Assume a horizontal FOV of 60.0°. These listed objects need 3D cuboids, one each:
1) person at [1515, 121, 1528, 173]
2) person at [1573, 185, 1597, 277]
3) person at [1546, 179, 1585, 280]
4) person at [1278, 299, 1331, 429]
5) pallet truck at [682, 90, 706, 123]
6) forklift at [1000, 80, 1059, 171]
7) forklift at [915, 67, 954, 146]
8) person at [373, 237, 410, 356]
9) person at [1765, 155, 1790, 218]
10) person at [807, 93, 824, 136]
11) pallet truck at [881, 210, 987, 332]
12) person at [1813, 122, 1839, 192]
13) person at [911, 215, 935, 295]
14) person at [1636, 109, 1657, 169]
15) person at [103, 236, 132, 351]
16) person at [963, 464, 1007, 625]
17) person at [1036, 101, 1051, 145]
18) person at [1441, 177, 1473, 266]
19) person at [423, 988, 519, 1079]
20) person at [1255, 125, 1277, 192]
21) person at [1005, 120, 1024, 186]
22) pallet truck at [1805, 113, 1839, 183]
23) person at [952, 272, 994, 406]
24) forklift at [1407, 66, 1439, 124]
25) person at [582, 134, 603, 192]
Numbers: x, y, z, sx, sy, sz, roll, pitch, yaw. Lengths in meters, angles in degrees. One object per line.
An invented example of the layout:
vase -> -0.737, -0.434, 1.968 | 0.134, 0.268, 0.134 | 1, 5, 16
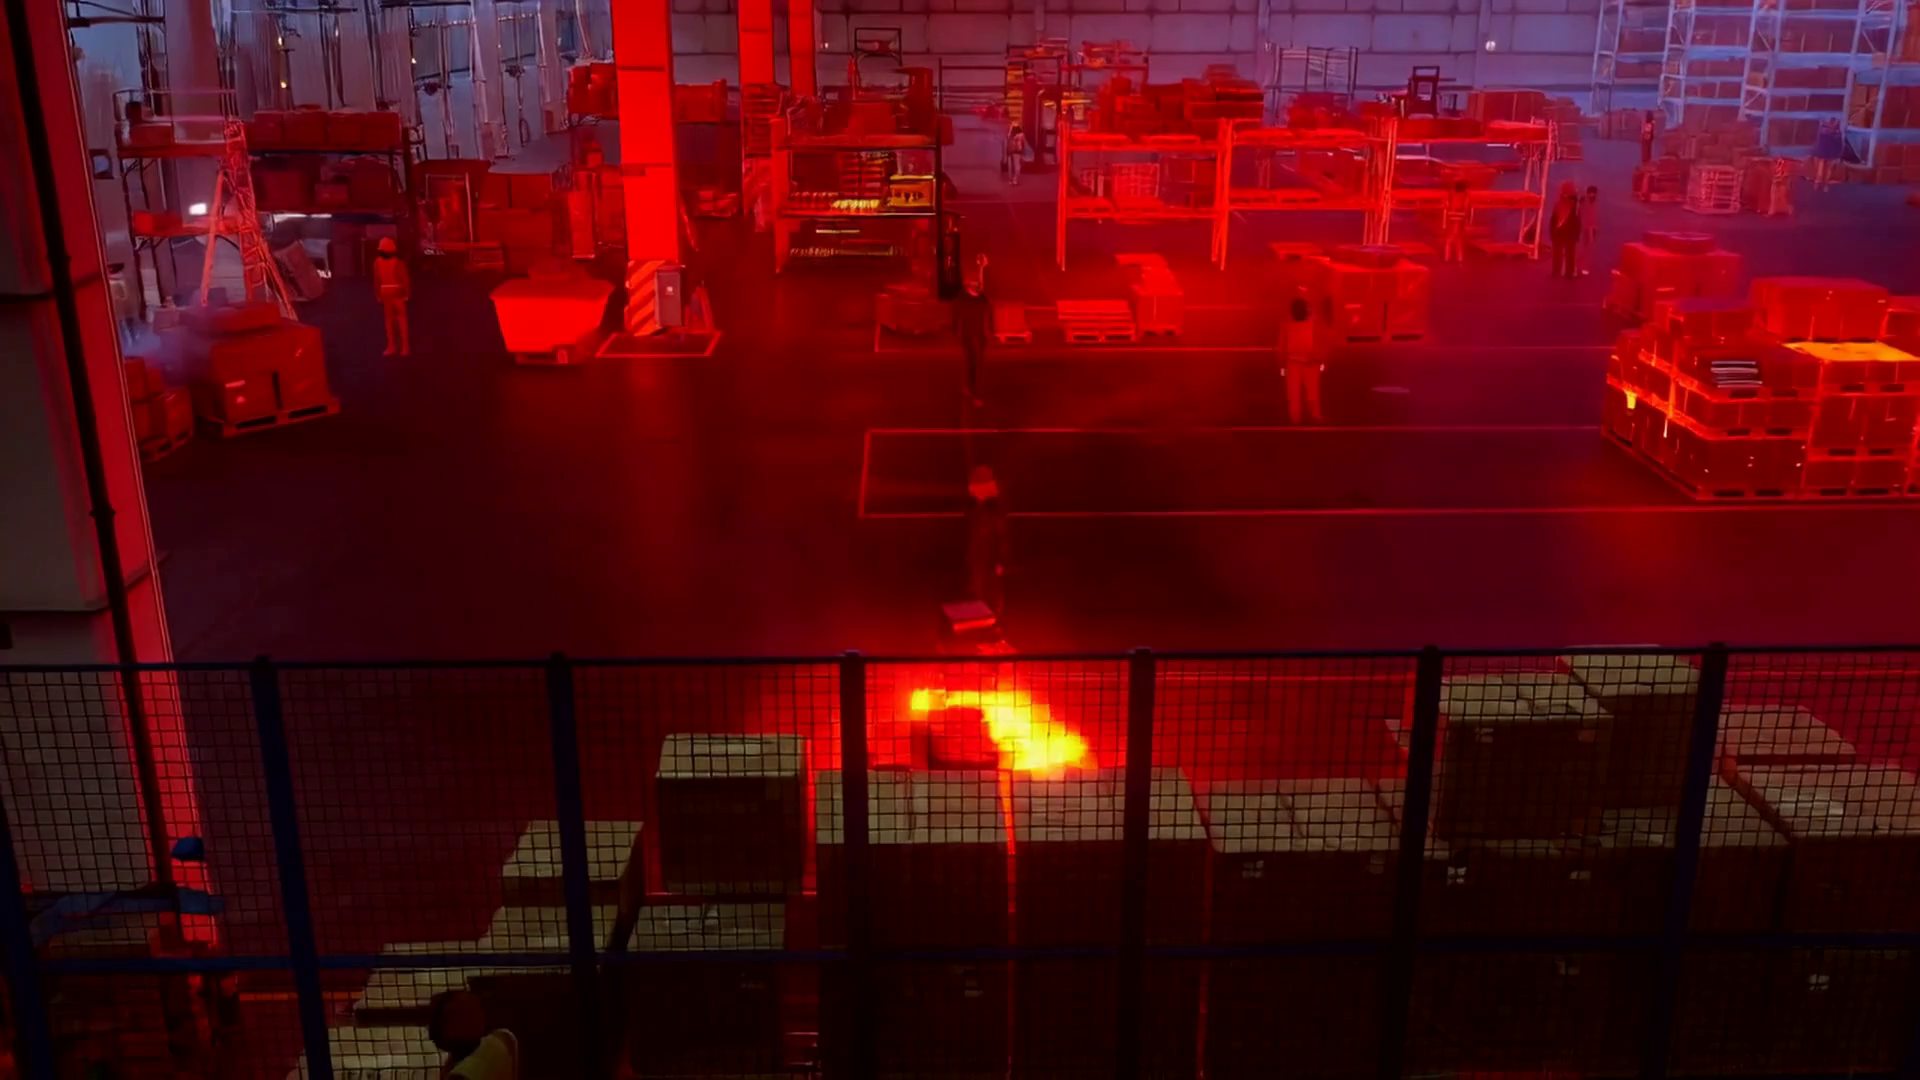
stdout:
person -> 17.764, -12.457, 52.739 | 0.512, 1.639, 0.312 | -16, 25, -40
person -> 12.958, -6.390, 34.384 | 0.509, 1.872, 0.328 | -11, 22, -31
person -> 12.372, -6.370, 34.062 | 0.700, 2.000, 0.535 | -5, 19, -15
person -> 4.703, -2.395, 22.650 | 0.767, 1.801, 0.444 | 1, 19, 2
pallet truck -> -9.671, -15.907, 62.421 | 0.823, 1.965, 1.885 | 5, 19, 15
forklift -> 2.238, -13.269, 53.236 | 1.873, 2.768, 1.129 | -1, 19, -2
forklift -> -1.273, -15.879, 60.977 | 1.873, 2.768, 1.129 | -10, 21, -26
person -> -9.255, -3.962, 27.077 | 0.551, 1.936, 0.357 | 1, 19, 3
person -> 21.146, -9.107, 42.834 | 0.526, 1.623, 0.523 | -7, 20, -19
person -> -5.317, -15.549, 61.477 | 0.652, 1.917, 0.583 | -7, 20, -21
pallet truck -> -0.493, -4.759, 29.349 | 1.885, 1.965, 0.823 | -13, 23, -34
person -> 25.043, -11.068, 48.084 | 0.609, 1.986, 0.390 | 15, 24, 37
person -> -0.700, -4.983, 30.271 | 0.480, 1.829, 0.649 | -5, 19, -15
person -> 22.317, -13.003, 53.944 | 0.396, 1.911, 0.588 | -5, 19, -14
person -> -13.983, -4.034, 27.307 | 0.586, 1.928, 0.364 | -14, 23, -35
person -> 0.261, 0.118, 15.290 | 0.488, 1.733, 0.474 | 15, 24, 38
person -> 3.063, -15.637, 61.802 | 0.560, 1.889, 0.987 | 17, 25, 42
person -> 10.638, -6.812, 35.613 | 0.581, 1.882, 0.339 | 10, 21, 27
person -> -2.079, 2.766, 7.233 | 0.394, 1.867, 0.588 | 4, 19, 13
person -> 8.861, -11.093, 48.303 | 0.642, 1.902, 0.978 | 0, 19, 0
person -> 1.609, -11.549, 49.600 | 0.587, 1.927, 0.368 | 10, 21, 27
pallet truck -> 26.403, -11.957, 50.702 | 0.823, 1.965, 1.885 | 6, 19, 16
person -> 0.171, -2.954, 24.129 | 0.634, 1.917, 0.819 | -8, 20, -22
forklift -> 17.361, -16.345, 62.361 | 1.129, 2.768, 1.873 | 2, 19, 7
person -> -10.584, -10.862, 47.963 | 0.626, 1.674, 0.340 | -10, 21, -26
